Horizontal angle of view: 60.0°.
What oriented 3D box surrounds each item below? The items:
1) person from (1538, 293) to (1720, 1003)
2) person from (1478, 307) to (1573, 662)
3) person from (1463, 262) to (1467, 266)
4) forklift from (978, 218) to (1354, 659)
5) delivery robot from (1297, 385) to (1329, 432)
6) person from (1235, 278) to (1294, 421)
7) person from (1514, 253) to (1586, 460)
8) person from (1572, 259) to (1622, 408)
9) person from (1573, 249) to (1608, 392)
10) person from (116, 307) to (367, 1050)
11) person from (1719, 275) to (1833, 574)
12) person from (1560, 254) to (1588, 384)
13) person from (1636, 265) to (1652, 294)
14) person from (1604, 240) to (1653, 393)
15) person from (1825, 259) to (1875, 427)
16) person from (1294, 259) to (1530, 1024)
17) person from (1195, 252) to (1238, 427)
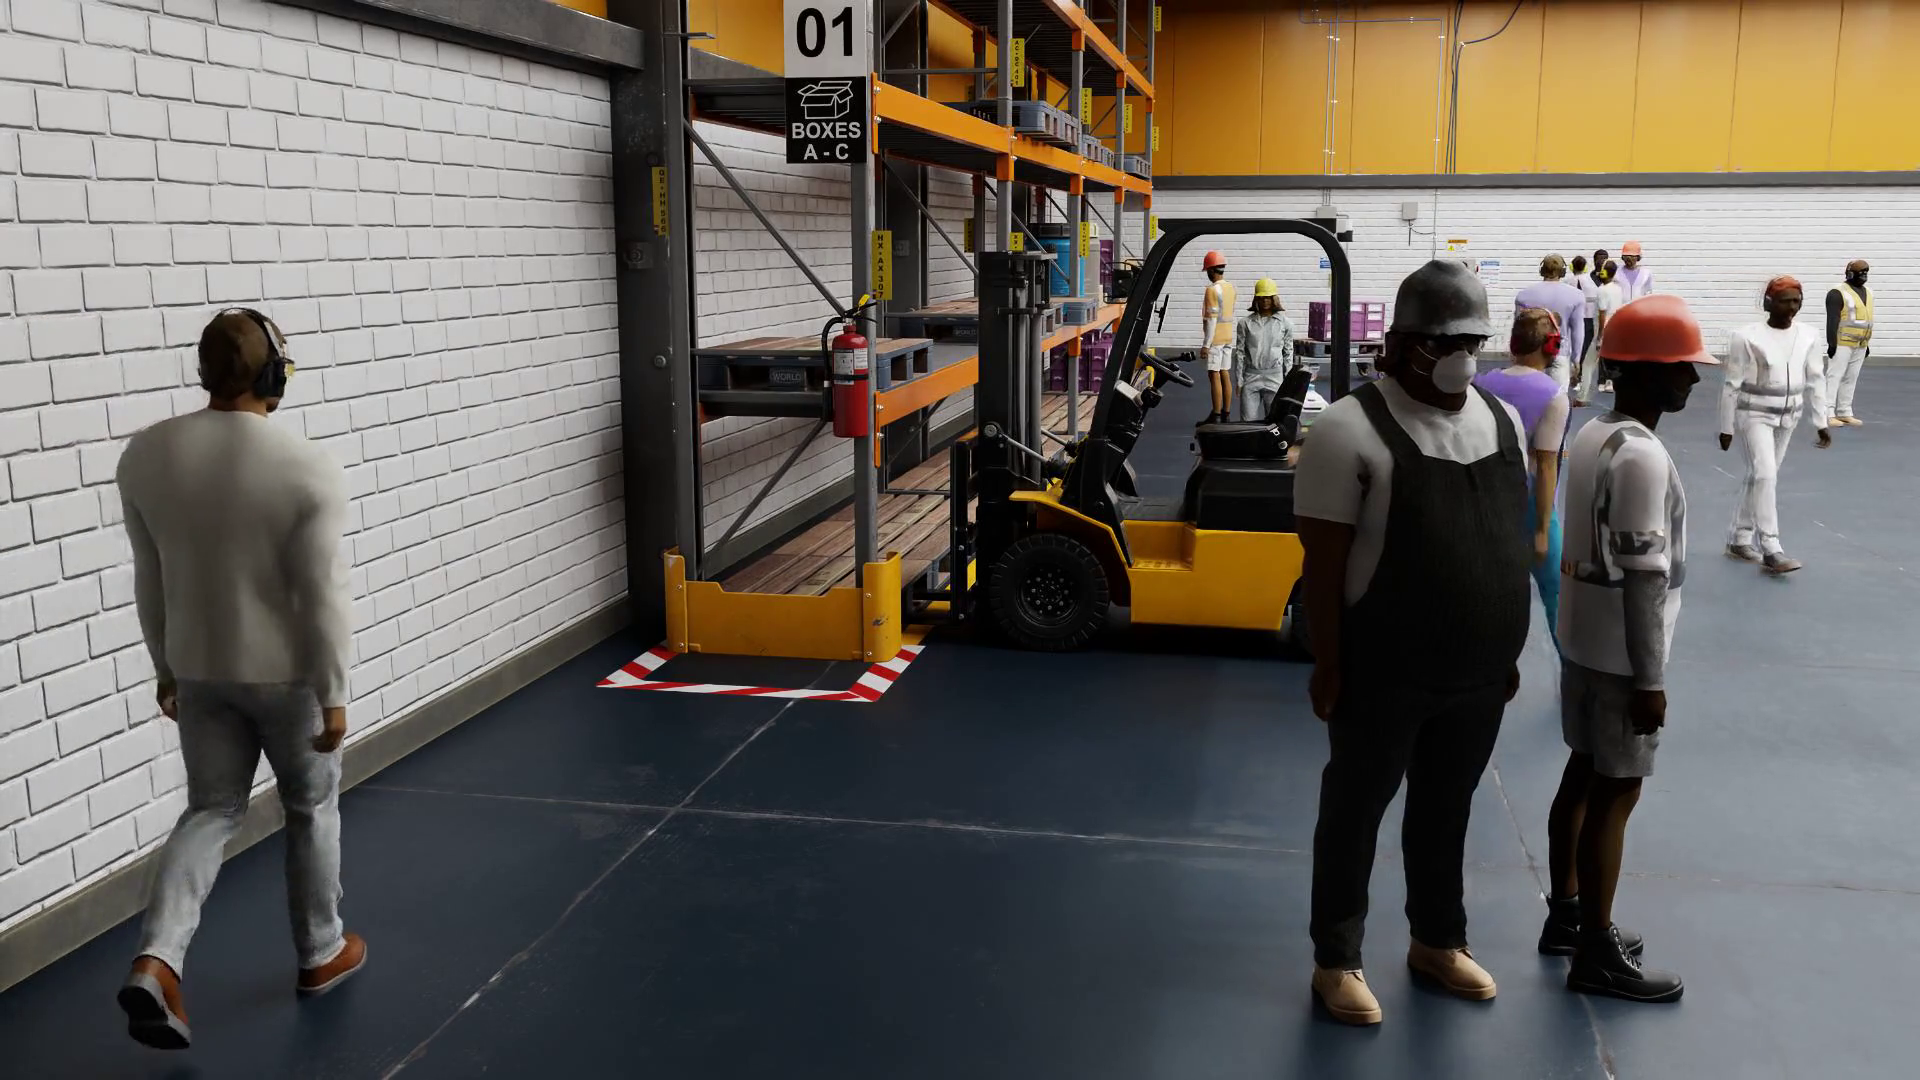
[{"bbox_3d":[1.845,0.295,4.610,0.362,1.938,0.545,1,10,3],"label":"person"},{"bbox_3d":[2.485,-0.133,7.388,0.998,1.792,0.566,-5,11,-24],"label":"person"},{"bbox_3d":[8.016,-3.644,26.864,0.321,1.696,0.537,-5,12,-26],"label":"person"},{"bbox_3d":[1.285,-0.567,8.635,2.313,2.155,1.214,2,11,11],"label":"forklift"},{"bbox_3d":[3.620,-1.367,17.260,0.477,0.478,0.707,1,10,6],"label":"delivery robot"},{"bbox_3d":[2.574,-1.341,14.114,0.492,1.743,0.295,1,10,7],"label":"person"},{"bbox_3d":[5.502,-1.708,15.591,0.630,1.938,0.366,5,11,24],"label":"person"},{"bbox_3d":[7.860,-2.481,20.151,0.535,1.830,0.964,-8,13,-37],"label":"person"},{"bbox_3d":[8.634,-2.967,22.549,0.597,1.916,0.383,6,12,28],"label":"person"},{"bbox_3d":[-1.876,0.362,4.314,0.631,1.918,0.776,1,10,6],"label":"person"},{"bbox_3d":[5.138,-0.710,10.391,0.575,1.844,0.914,-2,11,-11],"label":"person"},{"bbox_3d":[8.763,-3.133,23.672,0.519,1.849,0.806,1,10,4],"label":"person"},{"bbox_3d":[10.909,-3.620,26.907,0.501,1.633,0.285,1,10,4],"label":"person"},{"bbox_3d":[8.932,-2.977,22.263,0.613,2.039,0.388,1,10,8],"label":"person"},{"bbox_3d":[9.837,-2.170,18.386,0.631,1.842,0.428,-5,11,-24],"label":"person"},{"bbox_3d":[1.253,0.275,4.441,0.688,2.000,0.536,-4,11,-21],"label":"person"},{"bbox_3d":[2.796,-2.185,18.236,0.374,1.928,0.542,8,13,36],"label":"person"}]
